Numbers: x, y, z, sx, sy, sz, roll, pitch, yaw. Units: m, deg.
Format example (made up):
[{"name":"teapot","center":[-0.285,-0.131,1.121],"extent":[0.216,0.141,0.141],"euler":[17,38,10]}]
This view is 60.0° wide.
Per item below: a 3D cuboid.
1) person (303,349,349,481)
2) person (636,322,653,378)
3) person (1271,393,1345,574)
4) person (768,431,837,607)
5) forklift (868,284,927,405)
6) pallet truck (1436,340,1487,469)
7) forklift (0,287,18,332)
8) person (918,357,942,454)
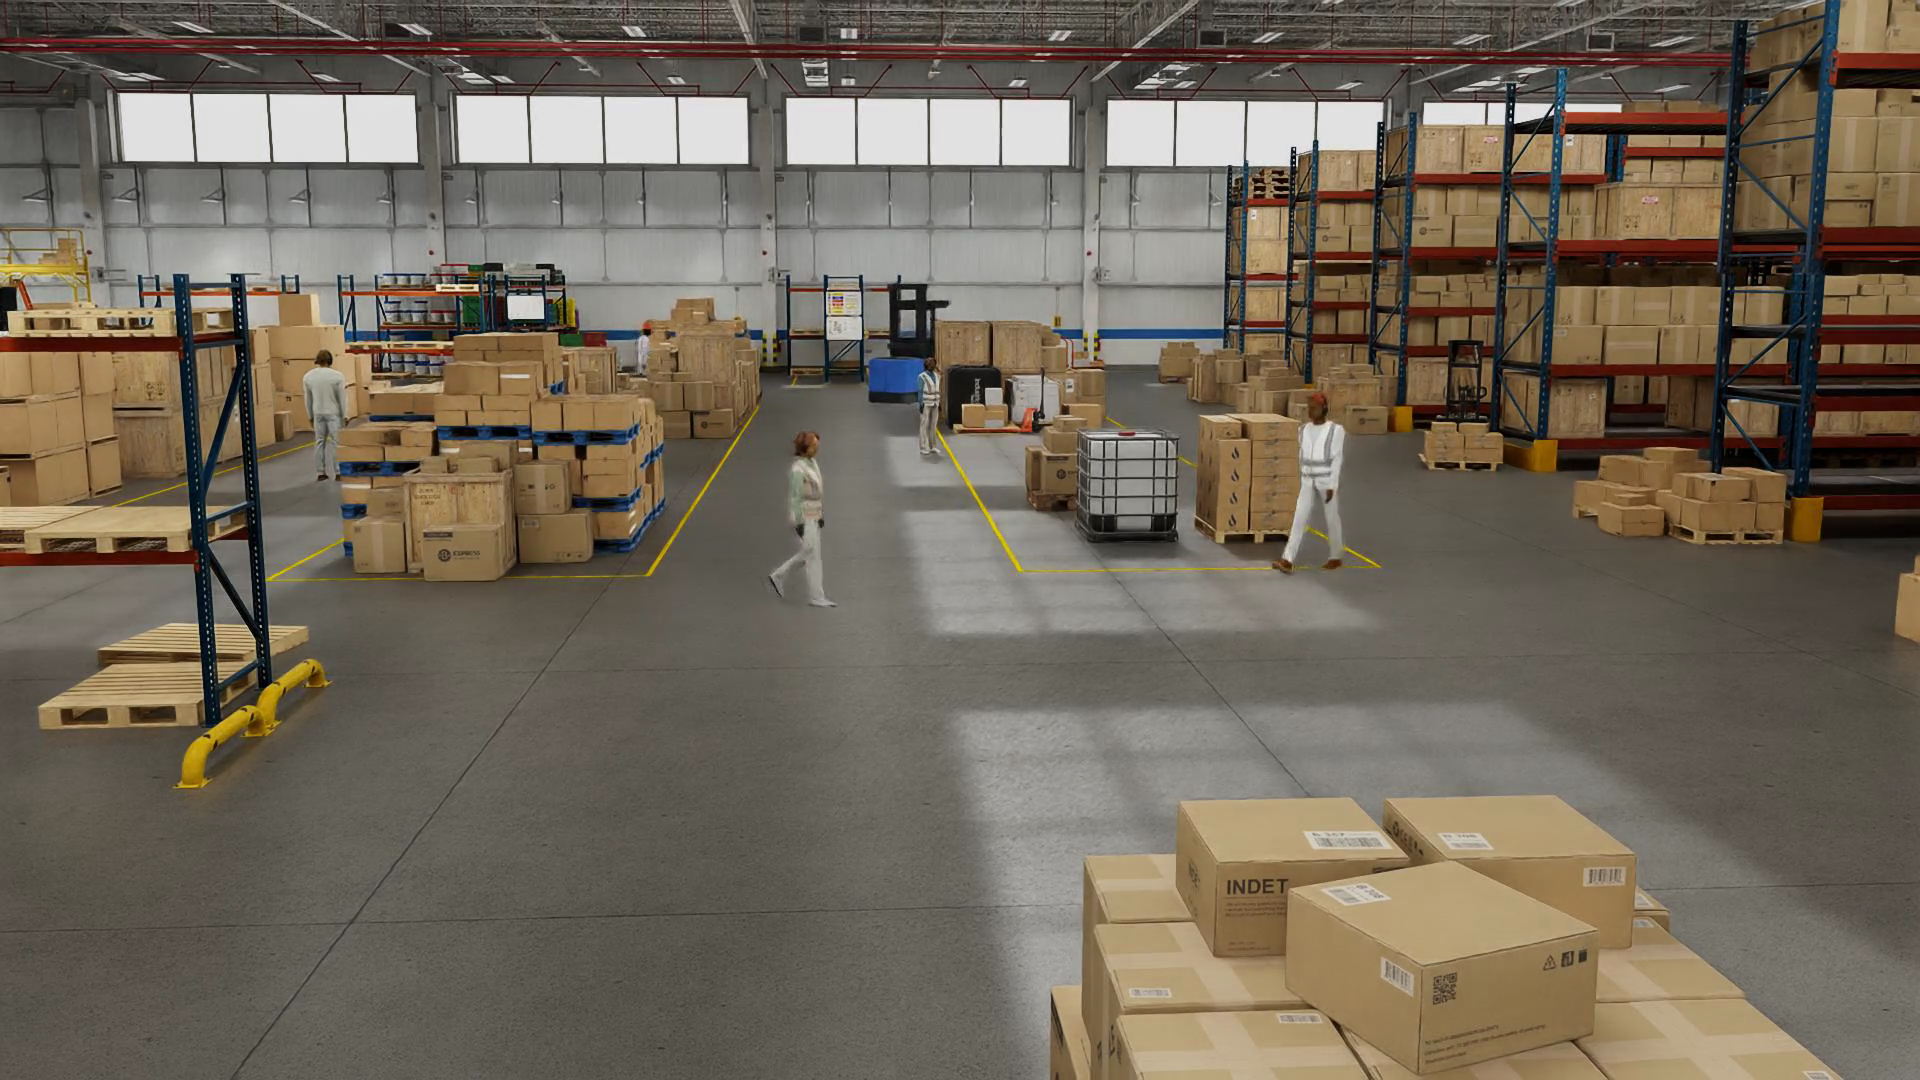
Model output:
[{"name":"person","center":[-9.308,-1.833,24.485],"extent":[0.636,1.939,0.364],"euler":[0,9,2]},{"name":"person","center":[-7.754,-4.385,40.718],"extent":[0.995,1.886,0.548],"euler":[-5,10,-26]},{"name":"person","center":[3.581,-0.554,16.782],"extent":[0.990,1.827,0.583],"euler":[-9,13,-44]},{"name":"person","center":[-1.446,-0.197,15.202],"extent":[0.603,1.621,0.521],"euler":[1,9,9]},{"name":"forklift","center":[-1.244,-4.627,39.081],"extent":[1.129,2.768,1.873],"euler":[5,11,31]},{"name":"pallet truck","center":[8.004,-2.170,26.422],"extent":[0.823,1.965,1.885],"euler":[2,9,14]},{"name":"forklift","center":[-16.254,-2.887,28.159],"extent":[1.873,2.768,1.129],"euler":[-1,9,-4]},{"name":"person","center":[-0.513,-2.273,28.184],"extent":[0.306,1.639,0.523],"euler":[8,12,42]}]
